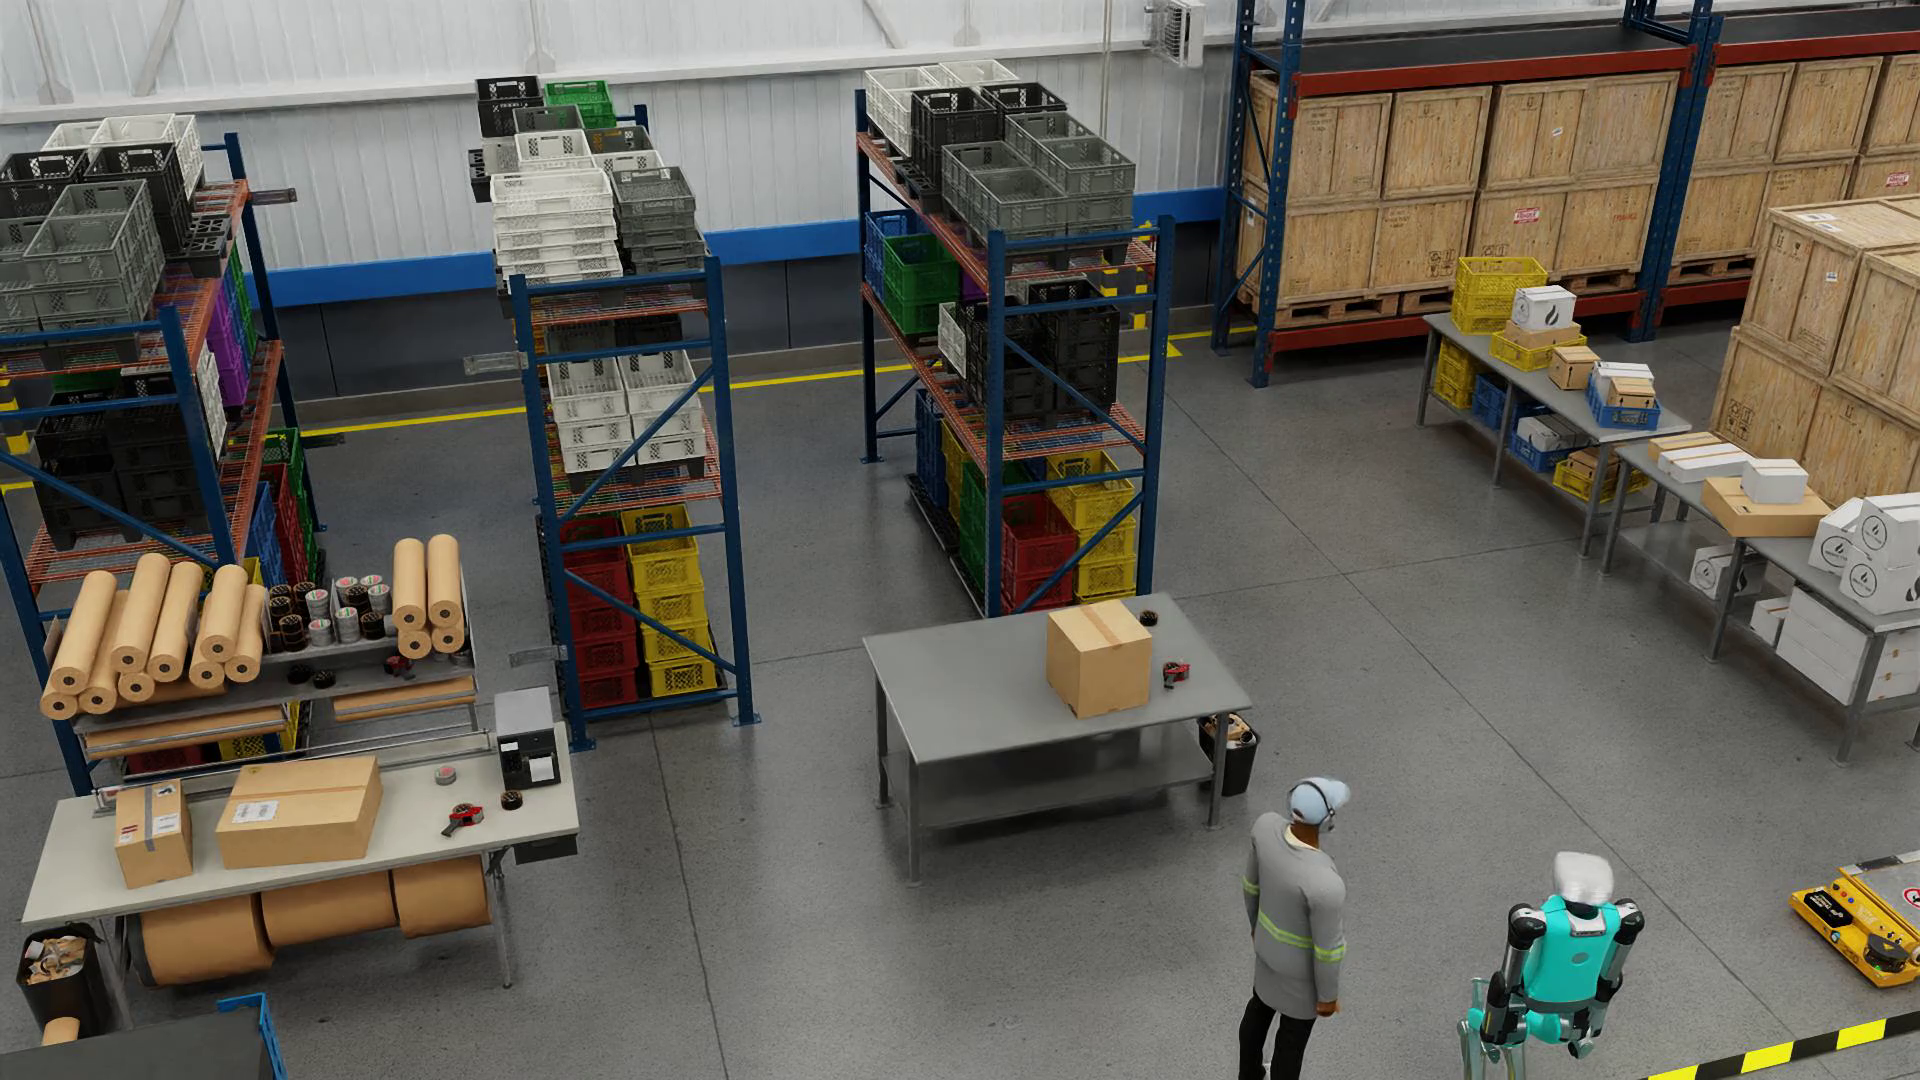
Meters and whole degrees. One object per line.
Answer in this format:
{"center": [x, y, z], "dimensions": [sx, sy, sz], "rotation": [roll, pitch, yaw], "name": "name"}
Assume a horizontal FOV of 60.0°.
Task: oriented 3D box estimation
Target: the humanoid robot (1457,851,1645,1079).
{"center": [2.401, 1.898, 7.048], "dimensions": [0.533, 1.673, 0.735], "rotation": [-2, 29, -4], "name": "humanoid robot"}

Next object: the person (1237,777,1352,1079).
{"center": [1.472, 1.792, 7.256], "dimensions": [0.381, 1.851, 0.597], "rotation": [-13, 31, -22], "name": "person"}

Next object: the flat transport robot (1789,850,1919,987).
{"center": [5.163, 1.916, 8.676], "dimensions": [1.431, 0.231, 0.659], "rotation": [-8, 30, -14], "name": "flat transport robot"}
